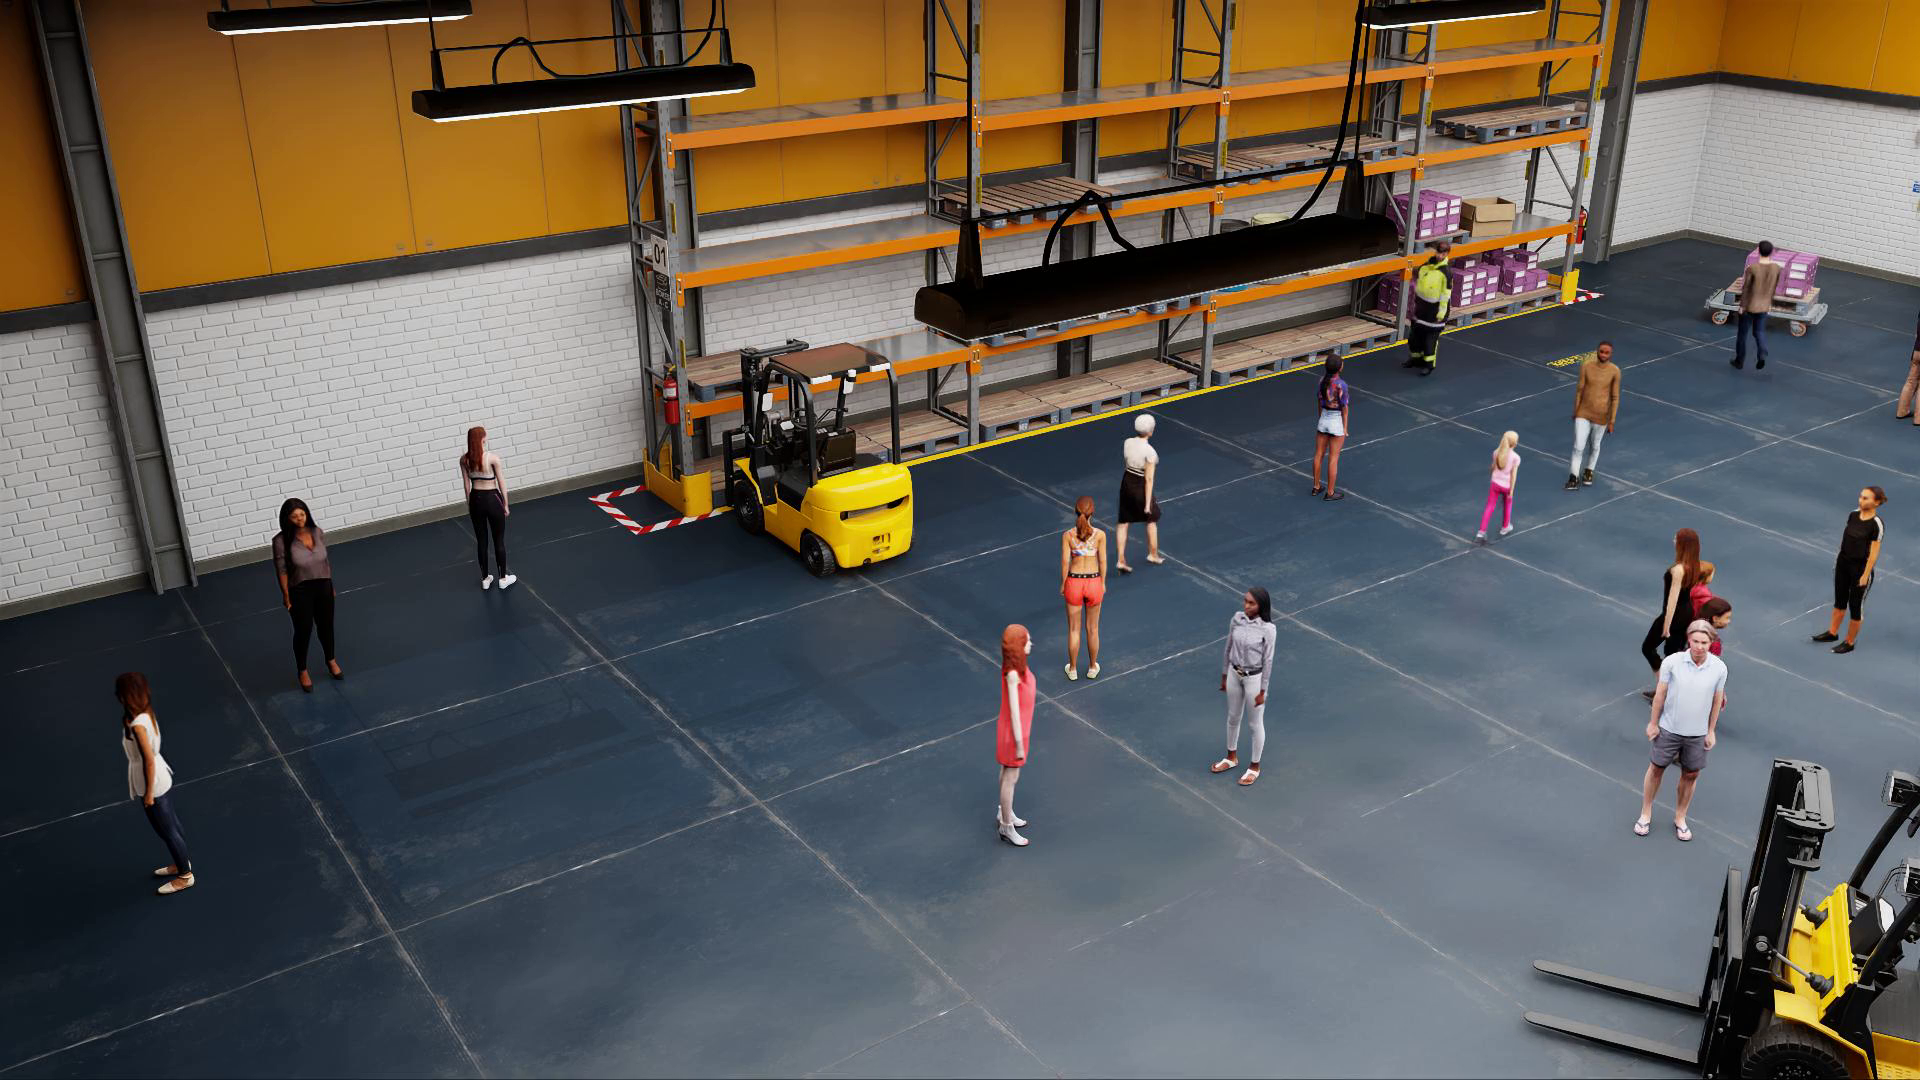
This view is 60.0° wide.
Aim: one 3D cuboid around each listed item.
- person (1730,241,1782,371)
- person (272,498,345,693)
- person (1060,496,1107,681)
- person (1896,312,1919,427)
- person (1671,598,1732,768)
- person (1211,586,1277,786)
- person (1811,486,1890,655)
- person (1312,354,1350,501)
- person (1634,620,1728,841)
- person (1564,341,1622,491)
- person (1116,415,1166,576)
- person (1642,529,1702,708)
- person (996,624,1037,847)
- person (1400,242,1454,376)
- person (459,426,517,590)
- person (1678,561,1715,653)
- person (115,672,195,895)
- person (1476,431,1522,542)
[{"bbox_3d":[11.347,-3.294,23.649,0.967,1.874,0.977,-1,24,-2],"label":"person"},{"bbox_3d":[-5.909,0.473,15.073,0.769,1.840,0.616,19,30,37],"label":"person"},{"bbox_3d":[1.128,0.441,15.207,0.662,1.791,0.742,0,24,1],"label":"person"},{"bbox_3d":[12.632,-2.432,21.716,0.725,1.842,0.758,-6,24,-12],"label":"person"},{"bbox_3d":[6.058,1.170,13.857,0.730,1.537,0.670,16,28,32],"label":"person"},{"bbox_3d":[2.357,1.165,13.635,0.625,1.725,0.577,22,32,40],"label":"person"},{"bbox_3d":[8.498,0.262,15.770,0.646,1.669,0.653,-5,24,-11],"label":"person"},{"bbox_3d":[4.302,-1.322,19.303,0.521,1.742,0.591,-17,29,-34],"label":"person"},{"bbox_3d":[5.592,1.445,12.860,0.738,1.832,0.774,6,24,14],"label":"person"},{"bbox_3d":[7.510,-1.508,19.668,0.921,1.789,1.076,11,26,24],"label":"person"},{"bbox_3d":[1.766,-0.436,17.293,0.892,1.728,0.701,-22,32,-40],"label":"person"},{"bbox_3d":[6.371,0.723,14.657,0.588,1.716,0.656,-18,29,-35],"label":"person"},{"bbox_3d":[0.405,1.477,12.793,0.703,1.827,0.672,1,24,2],"label":"person"},{"bbox_3d":[6.654,-3.272,23.513,0.629,1.943,0.817,-9,25,-20],"label":"person"},{"bbox_3d":[-4.861,-0.337,17.050,0.640,1.742,0.717,2,24,4],"label":"person"},{"bbox_3d":[6.563,0.800,14.982,0.581,1.314,0.570,-5,24,-12],"label":"person"},{"bbox_3d":[-5.898,1.766,12.185,0.593,1.784,0.645,-10,25,-21],"label":"person"},{"bbox_3d":[5.896,-0.577,18.209,0.644,1.253,0.957,18,29,35],"label":"person"}]
